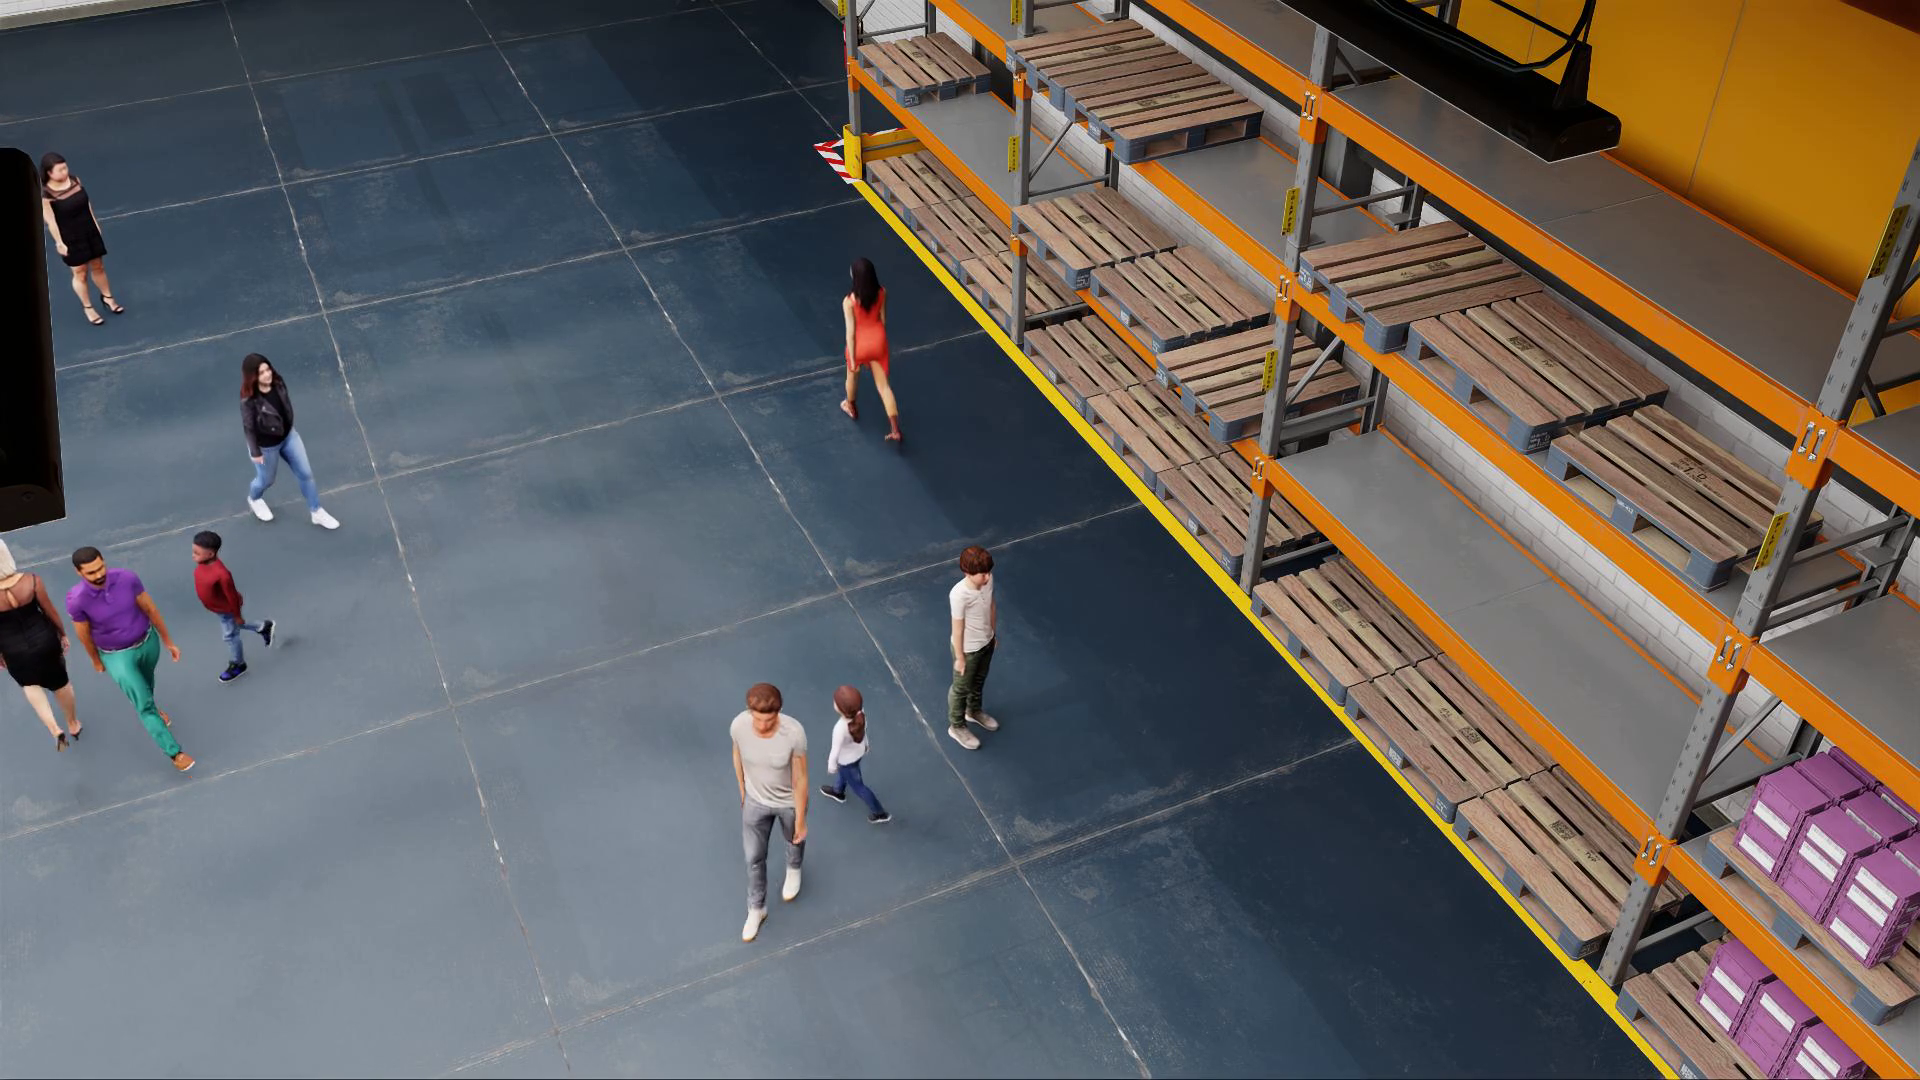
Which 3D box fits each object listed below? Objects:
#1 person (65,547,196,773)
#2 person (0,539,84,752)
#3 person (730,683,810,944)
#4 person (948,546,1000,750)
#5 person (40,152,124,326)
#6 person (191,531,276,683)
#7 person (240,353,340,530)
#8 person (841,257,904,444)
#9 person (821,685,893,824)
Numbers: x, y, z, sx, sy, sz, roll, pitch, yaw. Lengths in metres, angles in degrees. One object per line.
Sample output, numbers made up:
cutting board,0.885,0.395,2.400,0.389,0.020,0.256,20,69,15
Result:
person,-5.595,0.690,11.123,1.240,1.714,0.974,27,46,30
person,-6.152,0.756,11.023,0.657,1.735,0.776,-22,43,-25
person,-1.076,1.478,10.016,0.933,1.864,1.050,6,39,7
person,0.078,0.692,11.172,0.659,1.651,0.643,25,45,28
person,-8.255,-2.822,15.523,0.797,1.712,0.744,15,41,18
person,-5.180,0.421,11.839,0.763,1.241,0.723,32,48,33
person,-5.438,-0.774,13.055,1.138,1.592,1.052,16,41,19
person,-0.720,-1.562,13.969,0.637,1.682,1.134,-19,42,-22
person,-0.659,1.393,10.742,0.831,1.092,0.737,16,41,19
